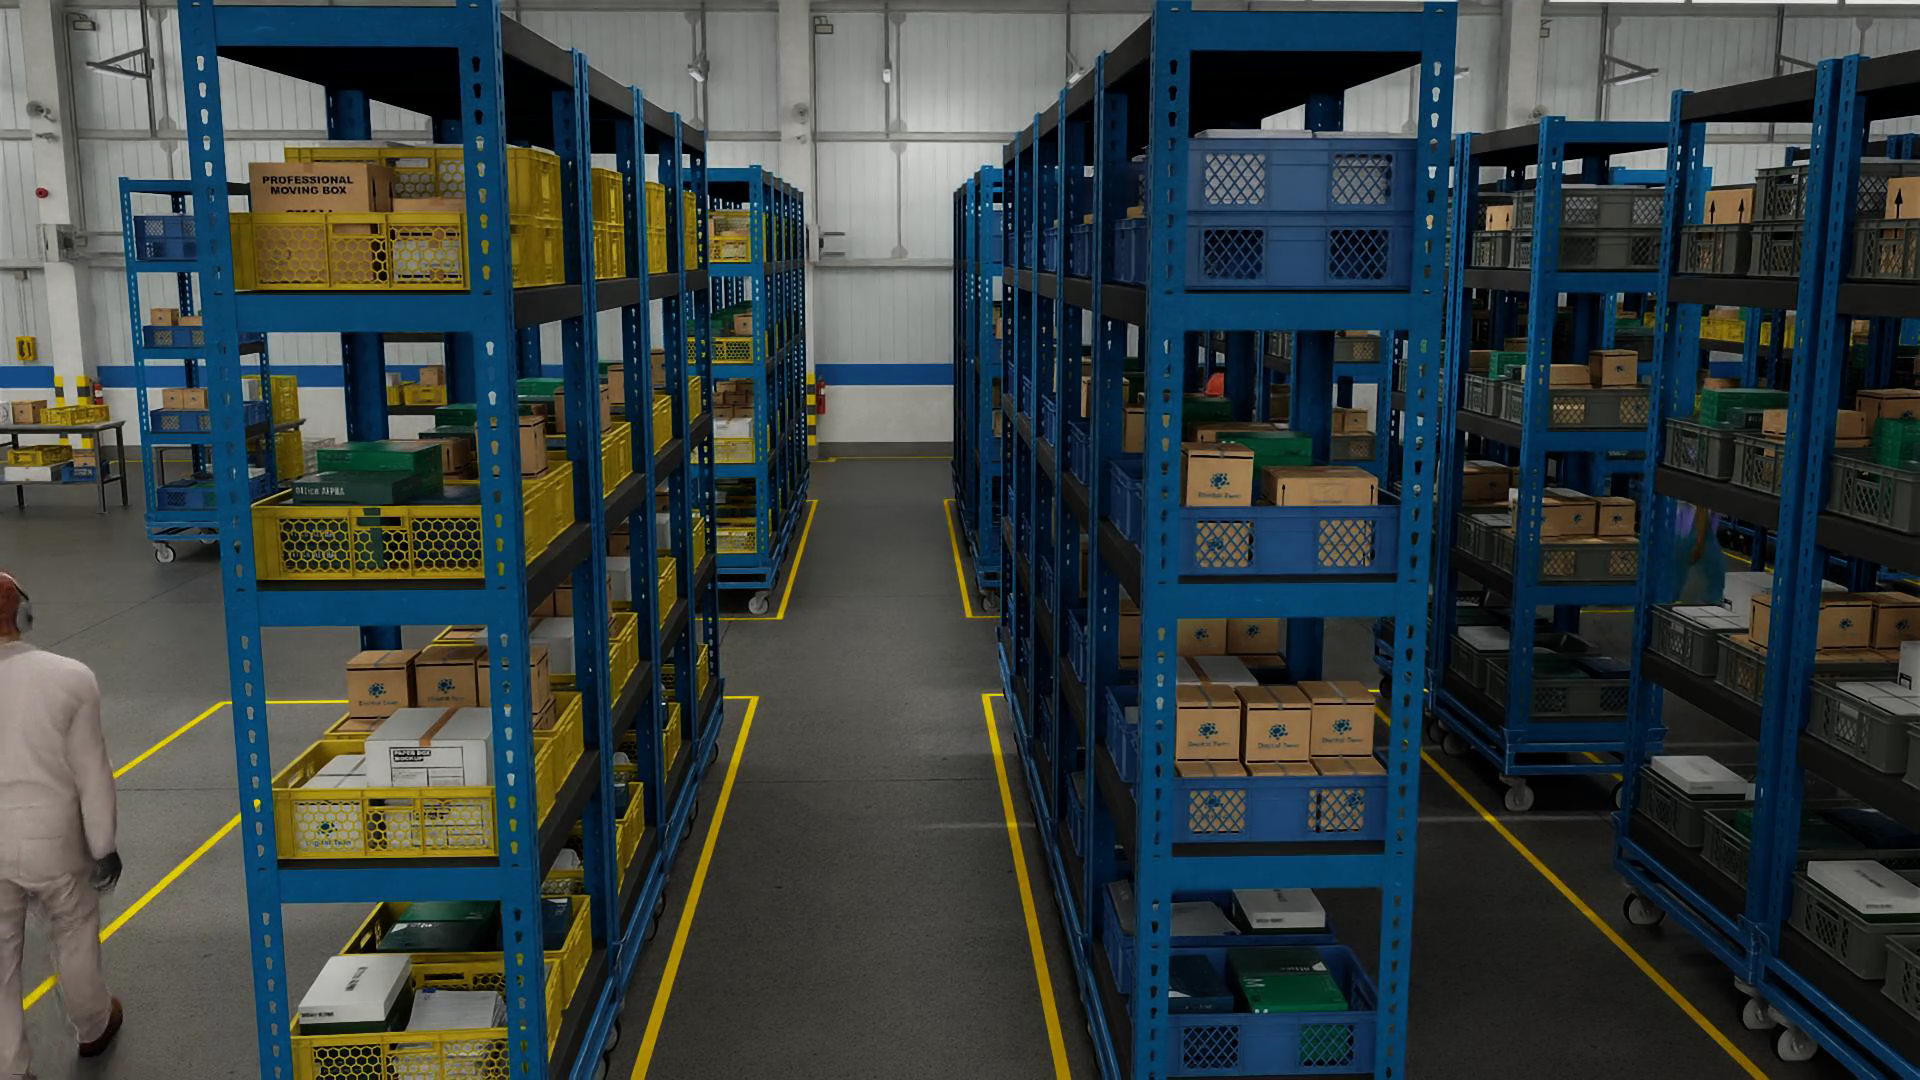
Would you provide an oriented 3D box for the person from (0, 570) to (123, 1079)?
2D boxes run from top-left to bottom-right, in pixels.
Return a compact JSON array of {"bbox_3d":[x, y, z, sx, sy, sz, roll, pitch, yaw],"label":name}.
[{"bbox_3d":[-3.290,1.020,5.832,0.684,1.868,0.889,-3,10,-17],"label":"person"}]

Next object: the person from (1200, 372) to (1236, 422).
[{"bbox_3d":[2.069,-0.334,13.215,0.397,1.992,0.623,1,10,4],"label":"person"}]

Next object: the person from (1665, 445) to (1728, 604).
[{"bbox_3d":[5.461,-0.032,12.039,0.902,1.808,0.571,1,10,3],"label":"person"}]
